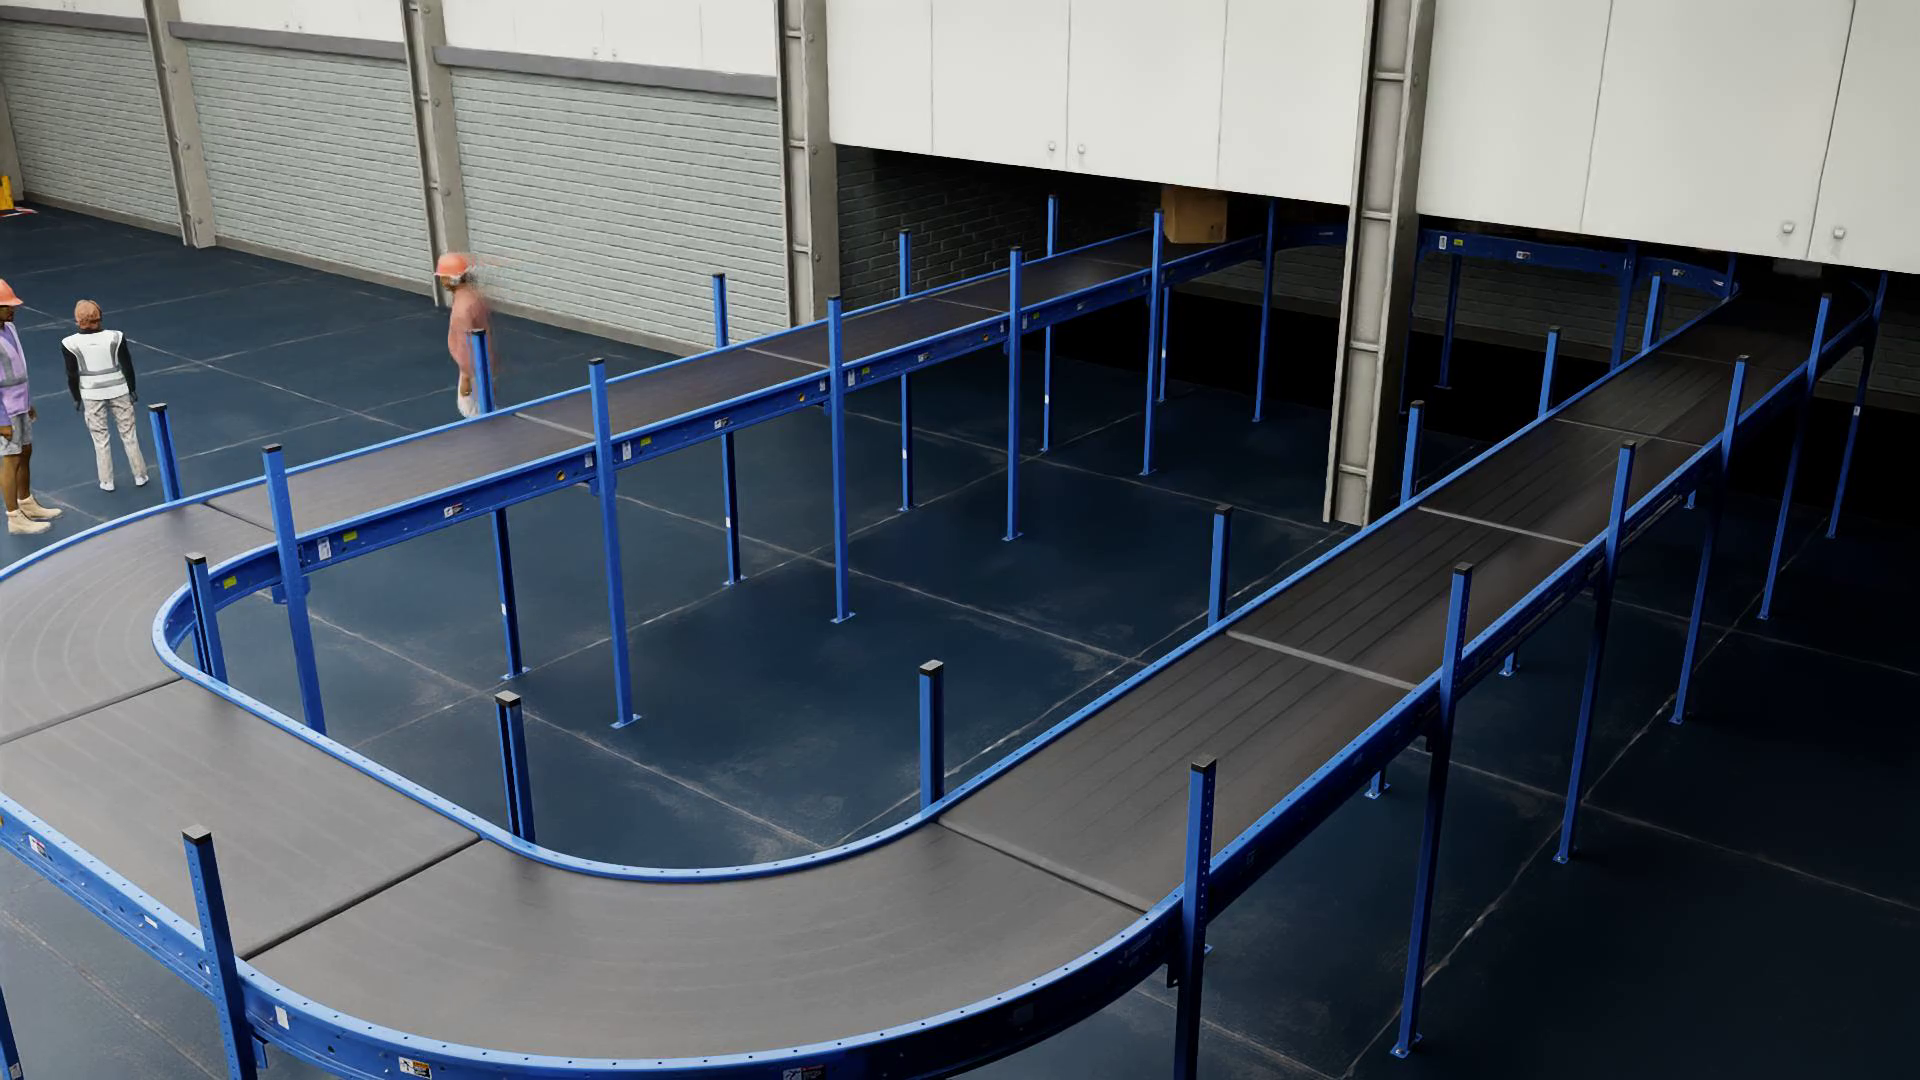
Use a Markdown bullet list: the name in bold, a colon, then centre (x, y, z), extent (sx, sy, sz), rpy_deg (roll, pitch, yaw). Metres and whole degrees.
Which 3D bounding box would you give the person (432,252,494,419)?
- **person**: centre (-4.180, -1.500, 14.306), extent (0.536, 1.975, 0.631), rpy_deg (-4, 22, -11)

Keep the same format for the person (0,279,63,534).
- **person**: centre (-7.442, -1.052, 13.103), extent (0.418, 2.034, 0.603), rpy_deg (-4, 22, -10)

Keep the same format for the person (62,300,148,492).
- **person**: centre (-7.207, -1.210, 14.019), extent (0.514, 1.642, 0.310), rpy_deg (-12, 25, -28)
